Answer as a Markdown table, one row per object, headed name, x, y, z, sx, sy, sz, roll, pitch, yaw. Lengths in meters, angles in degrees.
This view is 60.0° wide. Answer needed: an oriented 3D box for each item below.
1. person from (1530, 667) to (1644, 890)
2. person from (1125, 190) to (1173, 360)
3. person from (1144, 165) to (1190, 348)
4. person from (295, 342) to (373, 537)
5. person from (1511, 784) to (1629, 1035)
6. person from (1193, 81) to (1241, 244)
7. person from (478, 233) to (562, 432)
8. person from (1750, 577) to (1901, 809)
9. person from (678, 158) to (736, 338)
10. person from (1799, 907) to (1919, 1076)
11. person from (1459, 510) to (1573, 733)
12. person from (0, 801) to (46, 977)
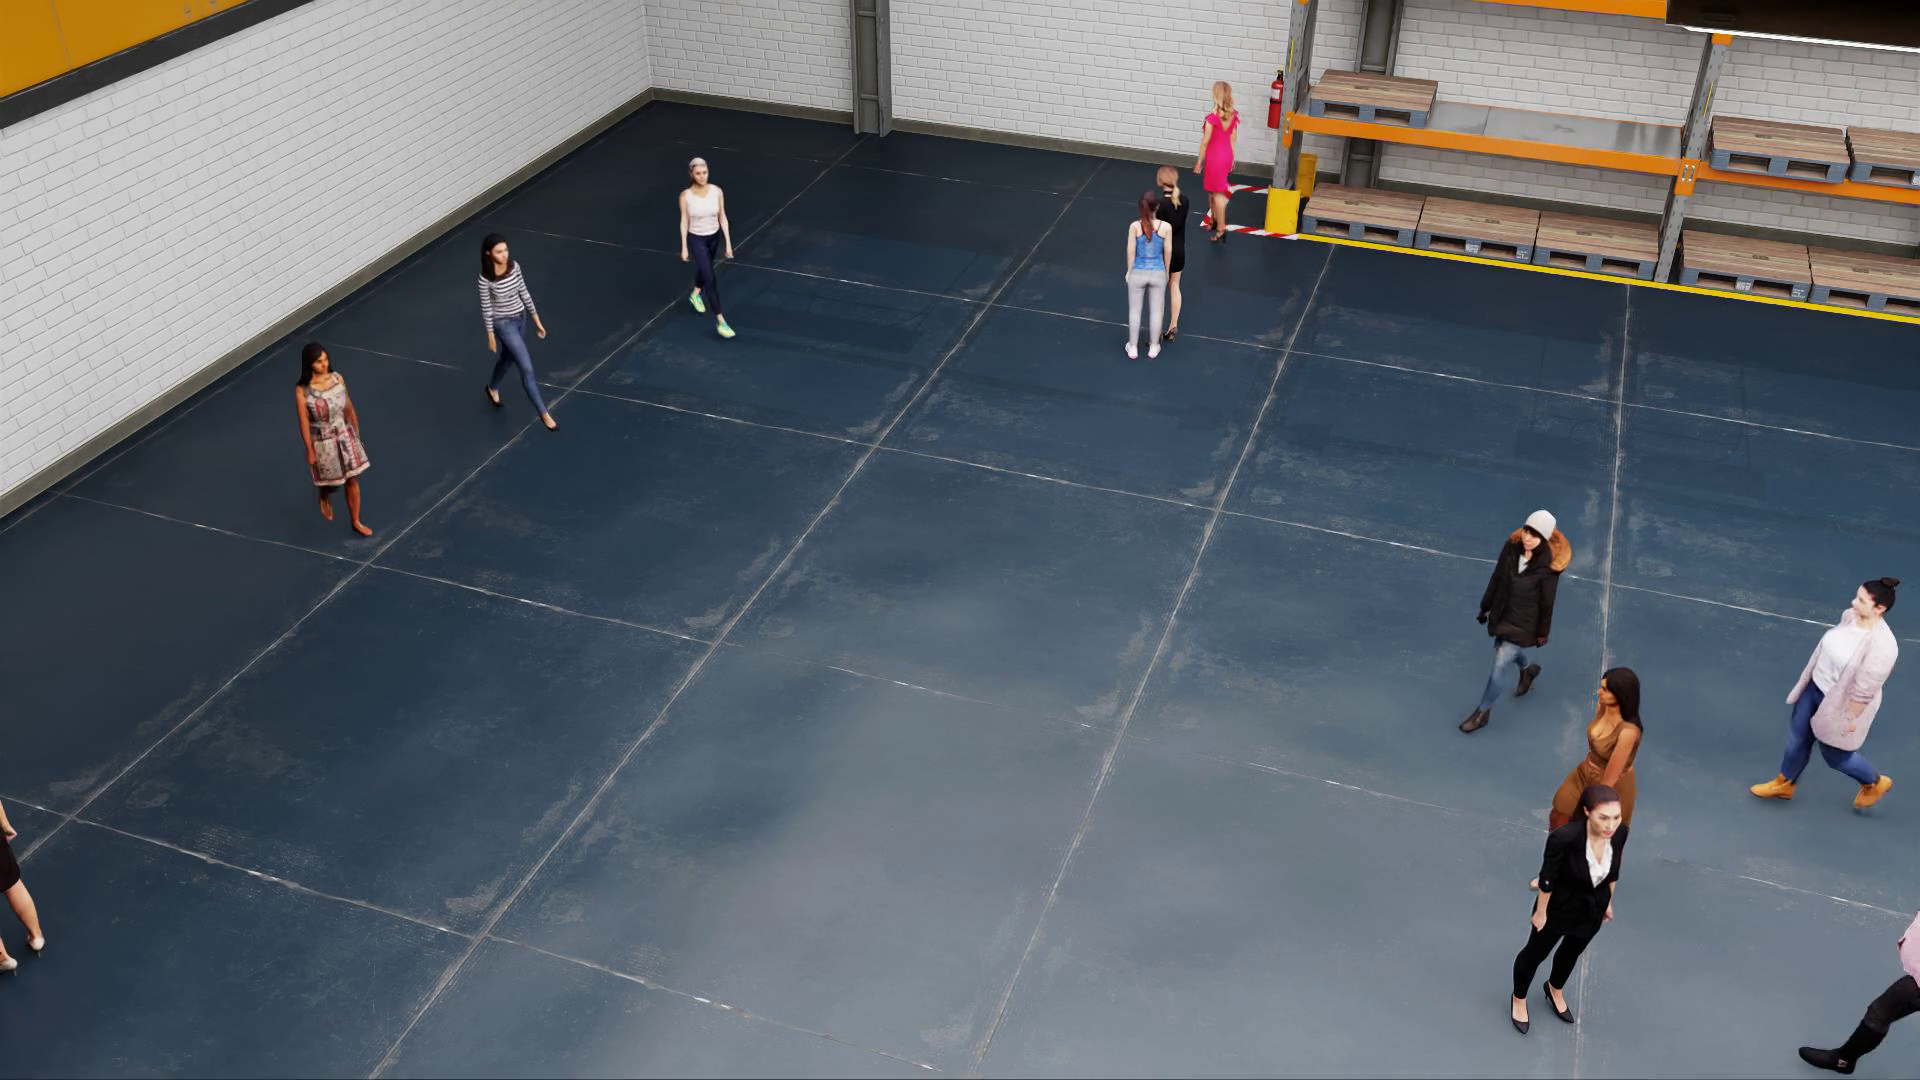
| name | x | y | z | sx | sy | sz | roll | pitch | yaw |
| --- | --- | --- | --- | --- | --- | --- | --- | --- | --- |
| person | 3.726 | 1.412 | 9.453 | 0.801 | 1.670 | 0.741 | -8 | 34 | -12 |
| person | 1.724 | -2.440 | 15.303 | 0.558 | 1.609 | 0.684 | 1 | 34 | 1 |
| person | 1.908 | -2.627 | 15.441 | 0.663 | 1.768 | 0.676 | -25 | 41 | -32 |
| person | -4.873 | -0.785 | 12.789 | 0.878 | 1.636 | 0.782 | 24 | 41 | 32 |
| person | 3.200 | 1.914 | 8.706 | 0.659 | 1.660 | 0.755 | -7 | 34 | -11 |
| person | 2.777 | -3.935 | 17.456 | 0.702 | 1.715 | 0.766 | -28 | 43 | -35 |
| person | -3.892 | -1.788 | 14.204 | 1.163 | 1.740 | 0.706 | 17 | 37 | 24 |
| person | 5.425 | 0.968 | 10.075 | 1.106 | 1.721 | 0.880 | 1 | 34 | 2 |
| person | -2.467 | -2.841 | 15.868 | 1.094 | 1.652 | 1.256 | -19 | 38 | -26 |
| person | 4.965 | 2.186 | 8.306 | 1.132 | 1.651 | 0.655 | 14 | 36 | 20 |
| person | 3.679 | 0.487 | 10.902 | 1.066 | 1.606 | 1.071 | -20 | 38 | -27 |
| person | -5.359 | 1.670 | 8.990 | 0.622 | 1.752 | 0.693 | 22 | 39 | 29 |
